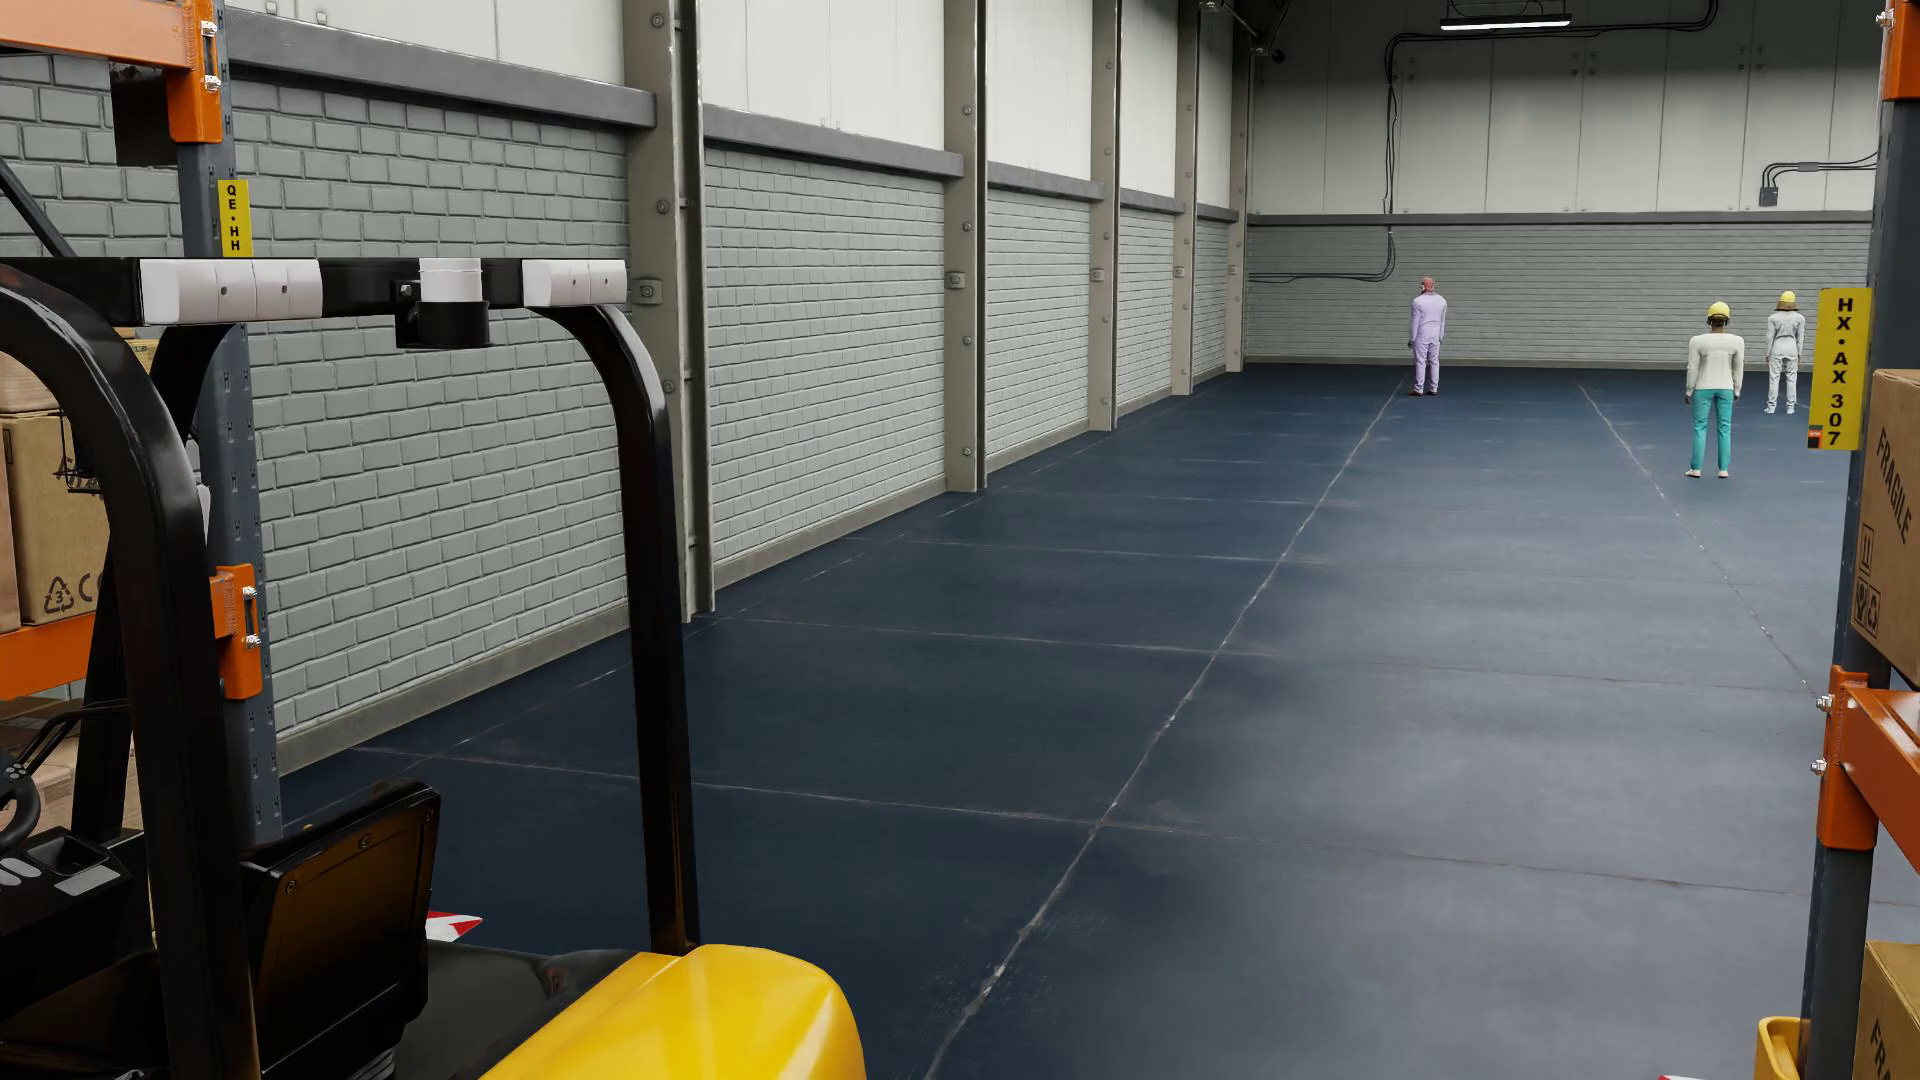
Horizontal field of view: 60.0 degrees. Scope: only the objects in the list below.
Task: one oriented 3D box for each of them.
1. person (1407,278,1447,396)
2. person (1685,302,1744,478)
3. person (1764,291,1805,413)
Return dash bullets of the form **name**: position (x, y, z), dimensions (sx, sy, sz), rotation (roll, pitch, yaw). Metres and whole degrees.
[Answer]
- **person**: position (7.500, -3.267, 26.808), dimensions (0.640, 1.905, 0.410), rotation (-4, 10, -21)
- **person**: position (7.547, -1.495, 16.664), dimensions (0.532, 1.766, 0.317), rotation (2, 10, 12)
- **person**: position (11.765, -2.675, 23.756), dimensions (0.486, 1.744, 0.294), rotation (3, 10, 16)
